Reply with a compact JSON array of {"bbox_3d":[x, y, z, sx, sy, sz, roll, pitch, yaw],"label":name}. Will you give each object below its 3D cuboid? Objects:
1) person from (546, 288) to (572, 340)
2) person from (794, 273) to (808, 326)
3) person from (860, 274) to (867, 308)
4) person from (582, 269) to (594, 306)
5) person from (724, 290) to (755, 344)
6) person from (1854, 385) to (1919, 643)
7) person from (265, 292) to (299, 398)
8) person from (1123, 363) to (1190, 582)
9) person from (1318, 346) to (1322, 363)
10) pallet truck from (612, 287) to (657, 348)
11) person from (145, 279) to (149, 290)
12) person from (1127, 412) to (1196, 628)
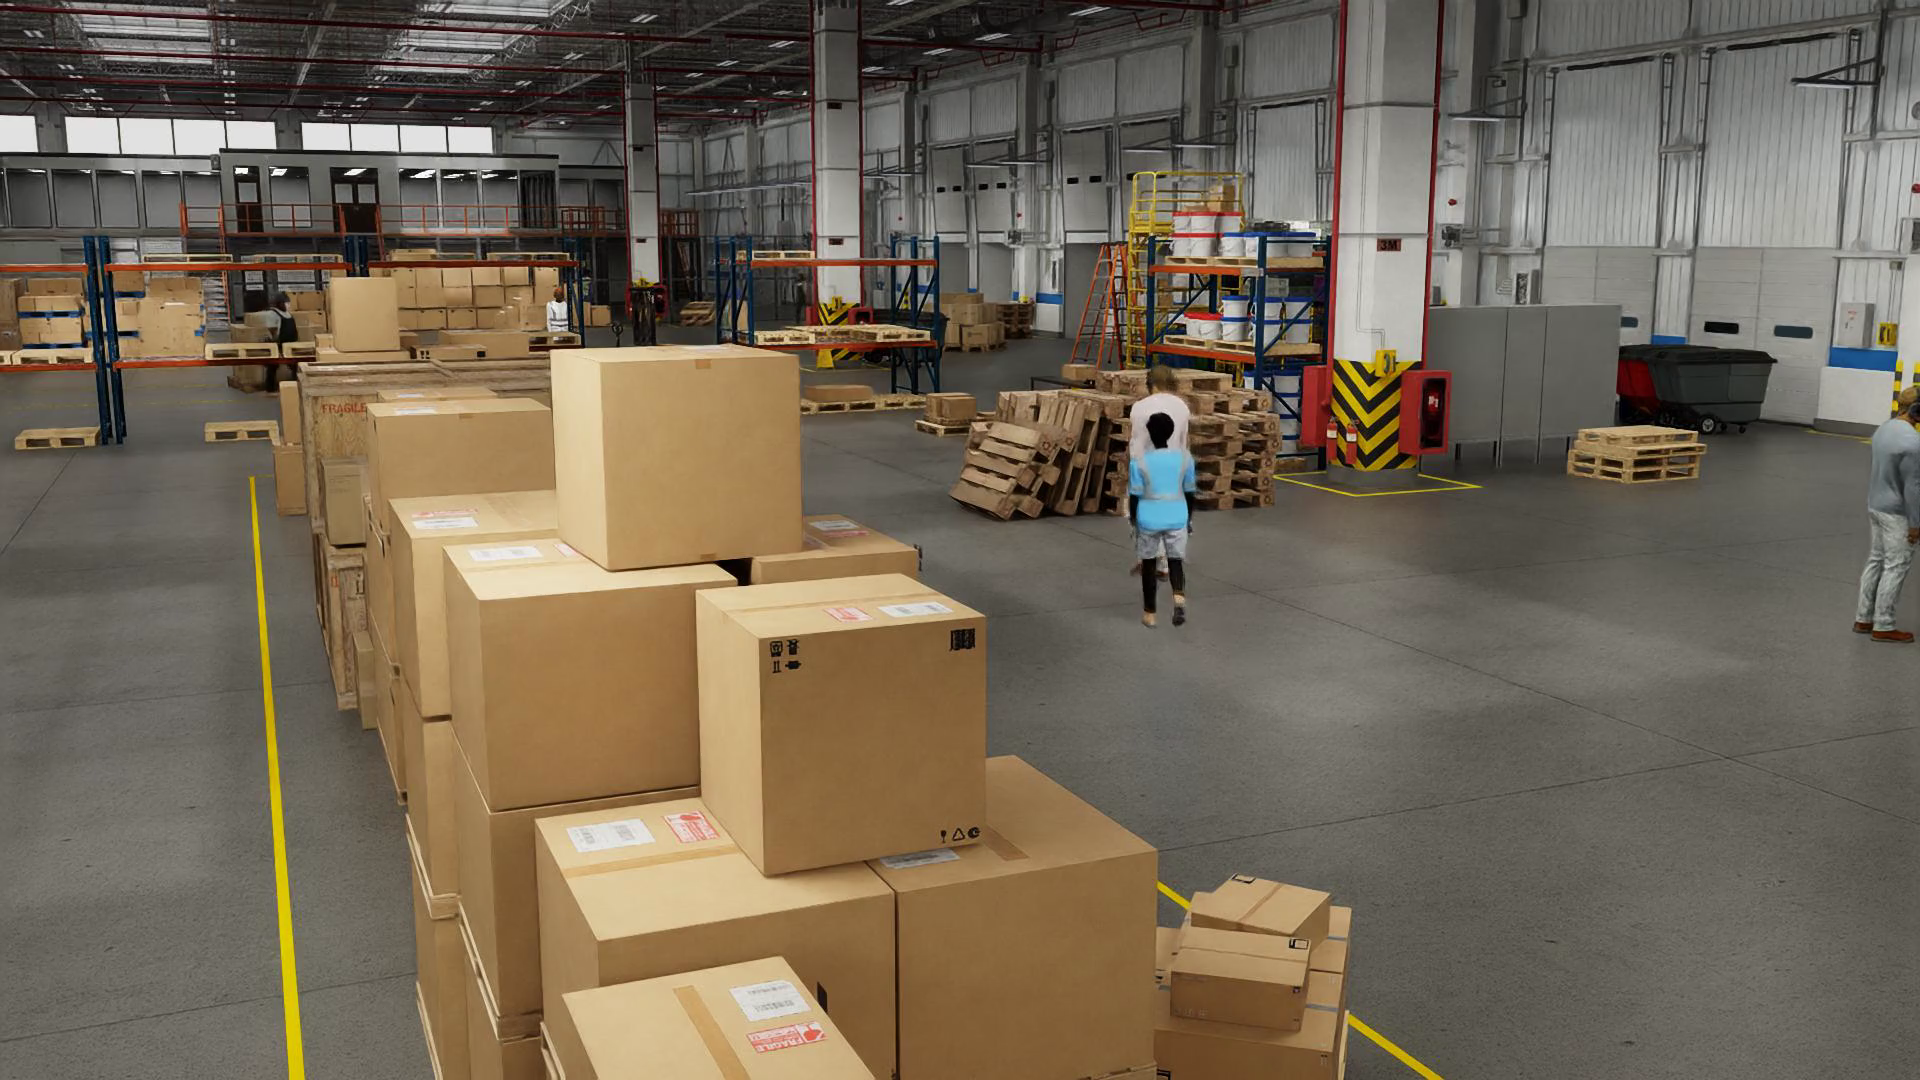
[{"bbox_3d":[-9.019,-4.727,37.478,0.572,1.886,0.358,-6,12,-31],"label":"person"},{"bbox_3d":[-5.419,-8.293,57.340,0.512,1.820,0.822,7,12,34],"label":"person"},{"bbox_3d":[-3.461,-8.256,57.072,0.522,1.838,0.852,0,10,-2],"label":"person"},{"bbox_3d":[-13.336,-8.721,59.446,0.586,1.910,0.395,7,12,34],"label":"person"},{"bbox_3d":[-4.649,-4.341,35.279,0.621,1.907,0.862,-5,11,-25],"label":"person"},{"bbox_3d":[6.960,-0.189,12.371,0.372,1.927,0.635,1,10,4],"label":"person"},{"bbox_3d":[-12.703,-3.689,31.330,1.022,2.000,0.682,3,11,14],"label":"person"},{"bbox_3d":[1.695,-0.590,14.583,0.650,1.917,0.524,-6,12,-31],"label":"person"},{"bbox_3d":[5.771,-2.474,25.610,0.536,1.689,0.320,0,10,-3],"label":"person"},{"bbox_3d":[-6.464,-4.406,35.401,0.823,1.965,1.885,6,12,32],"label":"pallet truck"},{"bbox_3d":[-22.395,-6.176,45.394,0.557,1.915,0.801,10,14,44],"label":"person"},{"bbox_3d":[1.541,-0.135,12.706,0.547,1.681,0.442,-1,10,-4],"label":"person"}]
